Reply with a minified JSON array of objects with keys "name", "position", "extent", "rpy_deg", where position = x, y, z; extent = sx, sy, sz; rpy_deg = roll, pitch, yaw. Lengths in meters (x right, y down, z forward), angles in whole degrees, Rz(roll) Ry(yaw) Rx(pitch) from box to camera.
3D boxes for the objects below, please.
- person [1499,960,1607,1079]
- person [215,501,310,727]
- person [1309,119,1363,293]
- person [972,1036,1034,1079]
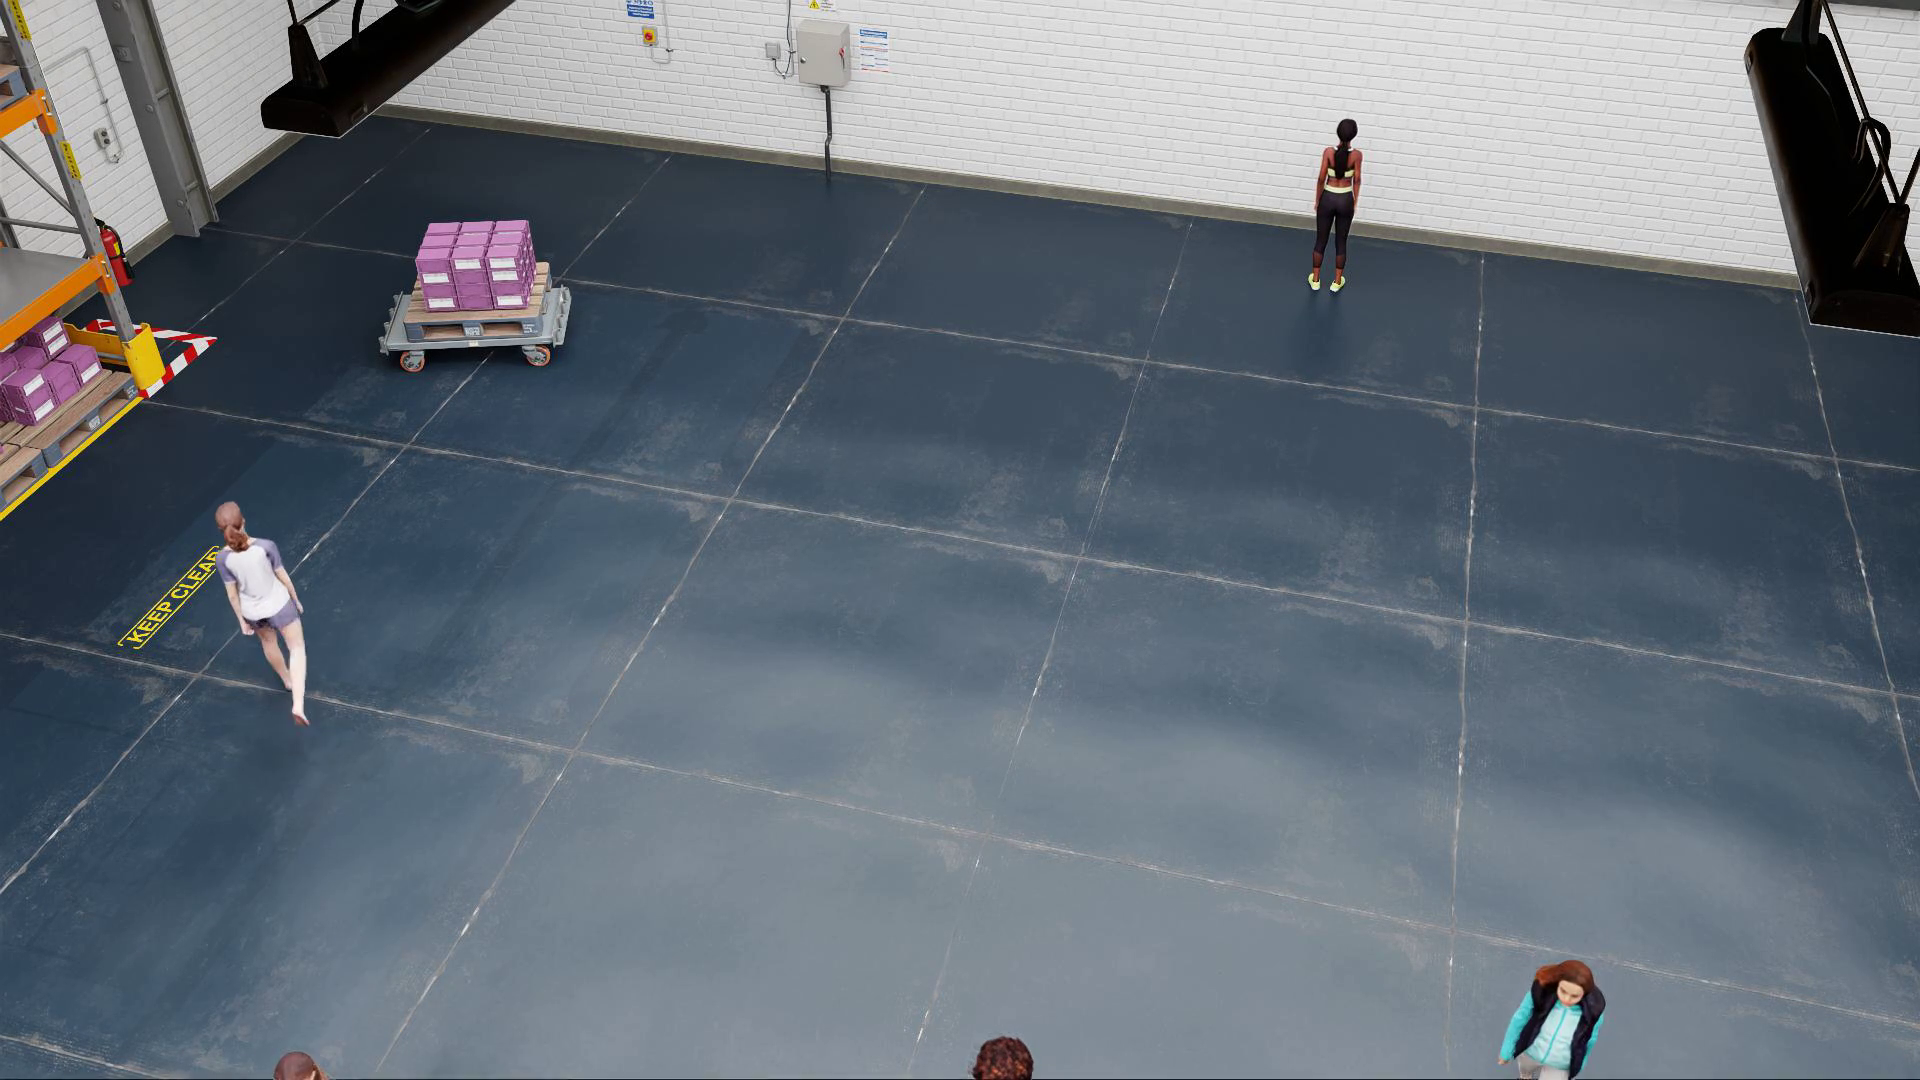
[{"name":"person","position":[3.146,2.673,8.886],"extent":[0.702,1.464,1.018],"rpy_deg":[17,42,20]},{"name":"person","position":[-4.733,0.517,11.361],"extent":[0.879,1.744,1.097],"rpy_deg":[-9,40,-11]},{"name":"person","position":[3.625,-3.223,16.038],"extent":[0.557,1.753,0.492],"rpy_deg":[9,39,11]},{"name":"person","position":[0.196,3.023,8.250],"extent":[0.623,1.712,0.723],"rpy_deg":[-31,48,-32]}]
